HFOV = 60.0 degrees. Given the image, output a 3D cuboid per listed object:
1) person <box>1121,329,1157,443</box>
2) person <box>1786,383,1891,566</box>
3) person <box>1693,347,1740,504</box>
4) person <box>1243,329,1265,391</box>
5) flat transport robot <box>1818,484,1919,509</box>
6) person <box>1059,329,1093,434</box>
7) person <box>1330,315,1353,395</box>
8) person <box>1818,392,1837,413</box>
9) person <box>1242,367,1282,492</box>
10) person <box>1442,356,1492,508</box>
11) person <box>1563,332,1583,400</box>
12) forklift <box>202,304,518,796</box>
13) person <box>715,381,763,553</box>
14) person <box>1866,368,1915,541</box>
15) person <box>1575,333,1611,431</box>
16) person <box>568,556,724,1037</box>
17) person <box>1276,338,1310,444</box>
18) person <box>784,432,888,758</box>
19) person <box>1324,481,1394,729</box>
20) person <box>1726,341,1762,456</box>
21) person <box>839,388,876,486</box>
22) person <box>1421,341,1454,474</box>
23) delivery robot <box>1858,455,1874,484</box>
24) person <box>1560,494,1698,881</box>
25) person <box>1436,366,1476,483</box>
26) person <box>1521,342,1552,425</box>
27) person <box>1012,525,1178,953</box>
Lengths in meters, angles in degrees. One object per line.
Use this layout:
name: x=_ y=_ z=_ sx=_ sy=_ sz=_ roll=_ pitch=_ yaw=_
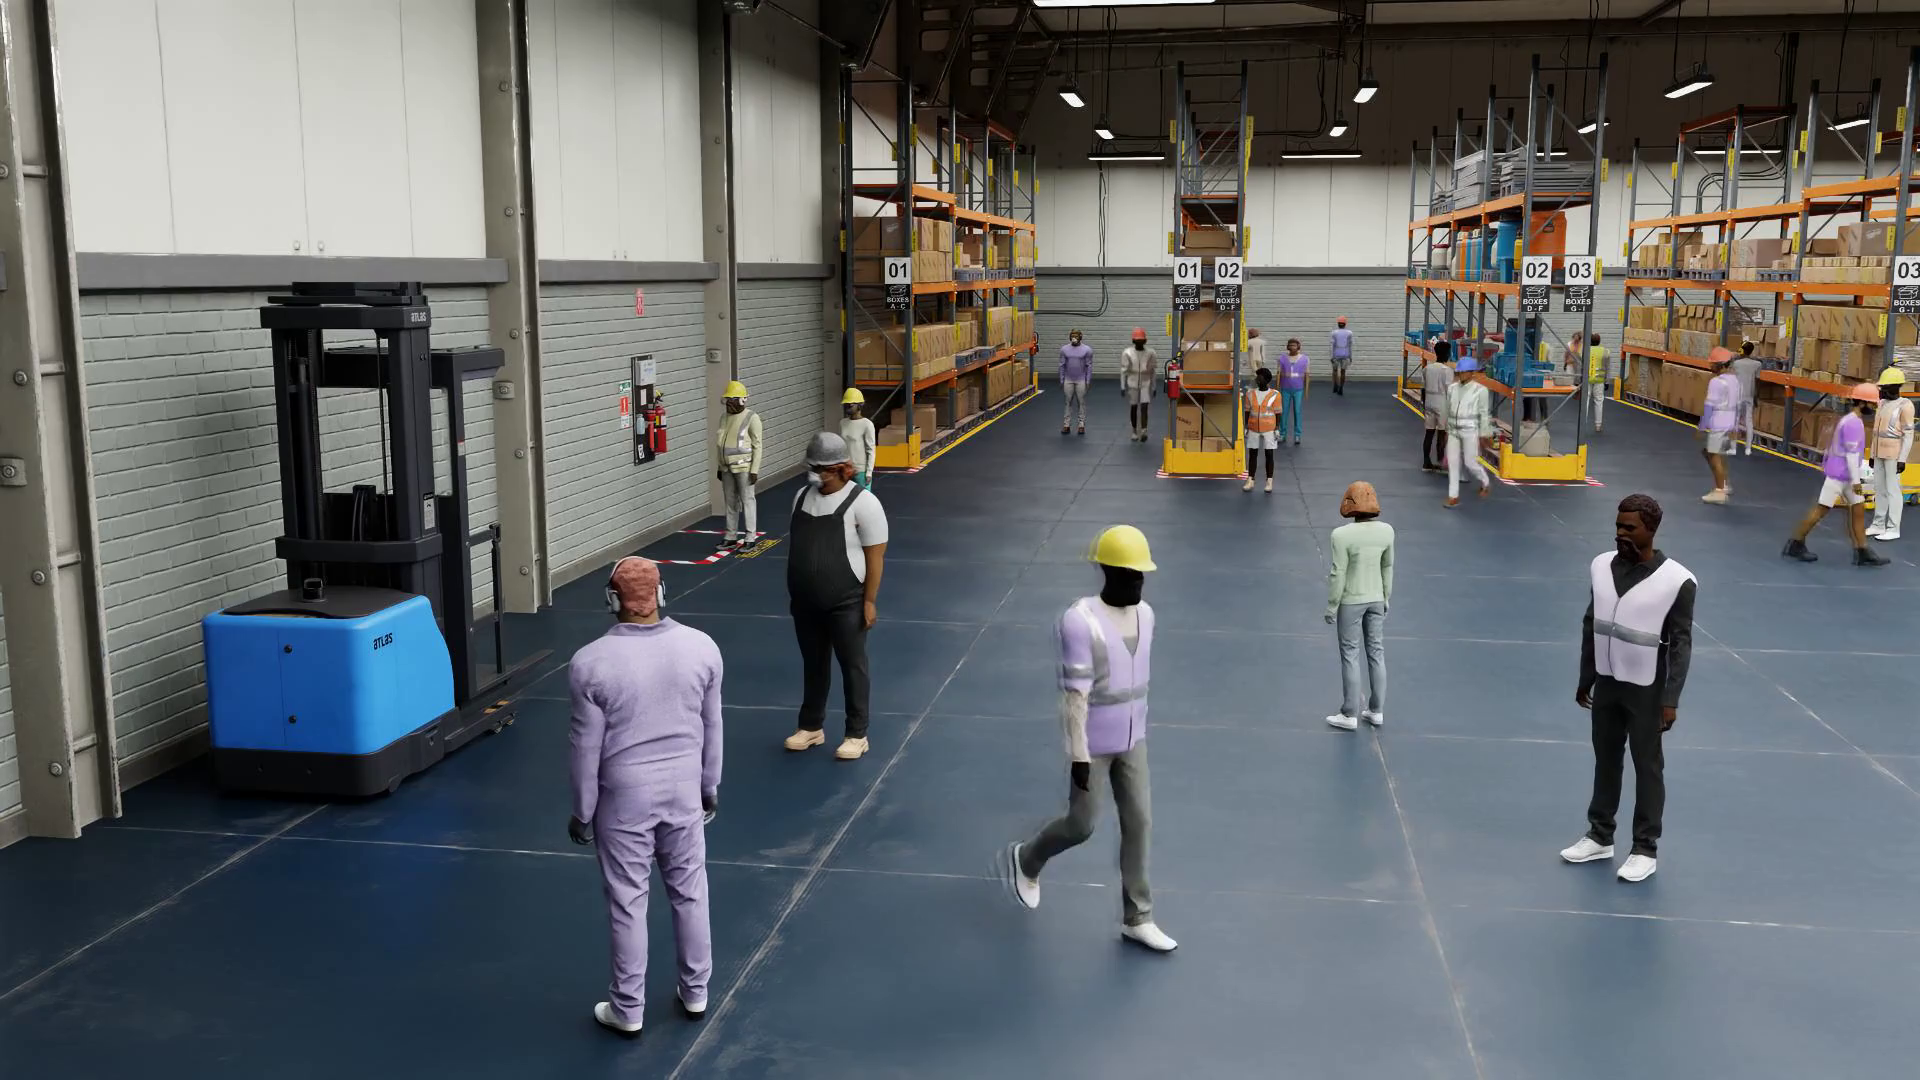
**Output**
person: x=3.145 y=-2.716 z=29.286 sx=0.636 sy=1.981 sz=1.065 roll=1 pitch=9 yaw=6
person: x=9.061 y=-0.682 z=17.105 sx=0.959 sy=1.884 sz=0.537 roll=7 pitch=12 yaw=37
person: x=9.803 y=-1.482 z=21.550 sx=0.459 sy=2.021 sz=0.610 roll=9 pitch=13 yaw=43
person: x=7.206 y=-4.396 z=40.854 sx=0.520 sy=1.577 sz=0.877 roll=-4 pitch=10 yaw=-22
flat transport robot: x=11.869 y=-0.585 z=21.544 sx=1.431 sy=0.197 sz=0.652 roll=-5 pitch=11 yaw=-29
person: x=2.139 y=-2.948 z=30.861 sx=0.631 sy=1.940 sz=0.372 roll=2 pitch=10 yaw=15
person: x=9.281 y=-4.502 z=40.493 sx=0.555 sy=1.921 sz=0.417 roll=1 pitch=9 yaw=8
person: x=17.785 y=-3.376 z=34.099 sx=0.487 sy=1.744 sz=0.312 roll=1 pitch=9 yaw=7
person: x=4.127 y=-1.508 z=22.722 sx=0.532 sy=1.697 sz=0.322 roll=5 pitch=10 yaw=28
person: x=6.502 y=-1.388 z=21.282 sx=0.722 sy=1.928 sz=0.613 roll=-7 pitch=12 yaw=-38
person: x=14.422 y=-4.088 z=38.976 sx=0.523 sy=1.591 sz=0.894 roll=4 pitch=10 yaw=25
forklift: x=-3.673 y=-0.038 z=10.147 sx=1.129 sy=2.768 sz=1.873 roll=1 pitch=9 yaw=9
person: x=-2.396 y=-0.786 z=17.845 sx=0.586 sy=1.835 sz=0.403 roll=7 pitch=11 yaw=35
person: x=10.403 y=-0.964 z=18.661 sx=0.377 sy=1.923 sz=0.595 roll=-1 pitch=9 yaw=-4
person: x=11.893 y=-2.970 z=31.292 sx=0.633 sy=1.842 sz=0.429 roll=2 pitch=9 yaw=12
person: x=-1.253 y=1.004 z=6.605 sx=0.638 sy=1.902 sz=0.407 roll=-6 pitch=11 yaw=-32
person: x=5.819 y=-2.617 z=29.113 sx=0.570 sy=1.840 sz=0.373 roll=3 pitch=10 yaw=19
person: x=-0.817 y=0.354 z=10.316 sx=0.675 sy=2.000 sz=0.537 roll=6 pitch=11 yaw=33
person: x=2.635 y=0.426 z=10.986 sx=0.507 sy=1.632 sz=0.268 roll=-4 pitch=10 yaw=-25
person: x=12.802 y=-2.319 z=27.189 sx=0.515 sy=1.874 sz=0.328 roll=2 pitch=9 yaw=12
person: x=-1.125 y=-0.738 z=17.766 sx=0.527 sy=1.768 sz=0.314 roll=8 pitch=12 yaw=40
person: x=7.157 y=-1.988 z=24.853 sx=0.361 sy=1.965 sz=0.613 roll=-5 pitch=11 yaw=-29
delivery robot: x=12.112 y=-0.911 z=22.397 sx=0.477 sy=0.478 sz=0.707 roll=-2 pitch=9 yaw=-12
person: x=3.356 y=0.719 z=8.306 sx=0.391 sy=1.920 sz=0.587 roll=-5 pitch=11 yaw=-30
person: x=7.125 y=-1.695 z=23.713 sx=0.412 sy=1.748 sz=0.540 roll=1 pitch=9 yaw=7
person: x=11.378 y=-3.250 z=32.745 sx=0.637 sy=1.951 sz=0.838 roll=0 pitch=9 yaw=1
person: x=0.622 y=0.857 z=7.517 sx=0.591 sy=1.903 sz=0.828 roll=-8 pitch=12 yaw=-40
